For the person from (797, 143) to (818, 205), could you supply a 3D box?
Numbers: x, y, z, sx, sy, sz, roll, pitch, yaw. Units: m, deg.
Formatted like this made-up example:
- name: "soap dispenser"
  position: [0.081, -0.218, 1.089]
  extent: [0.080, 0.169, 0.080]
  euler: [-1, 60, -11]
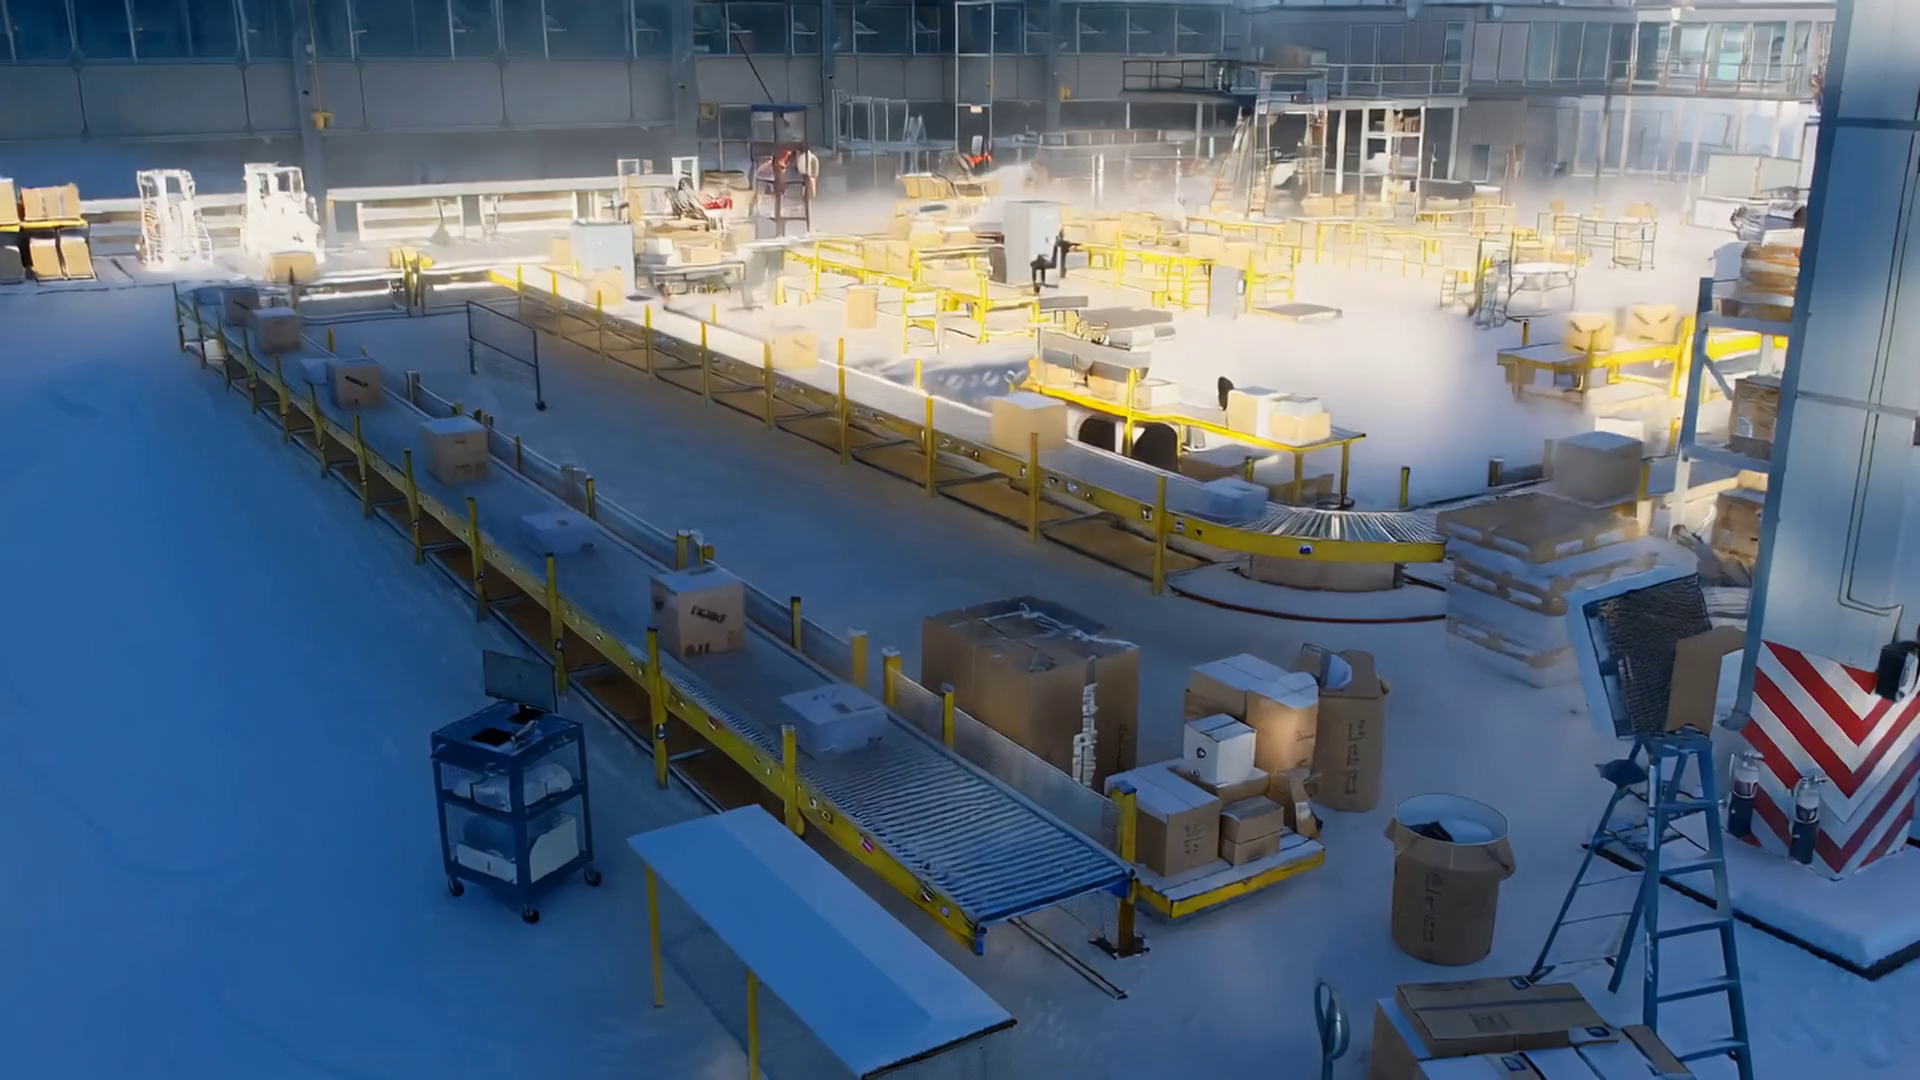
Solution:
- name: "person"
  position: [-4.739, -11.395, 51.792]
  extent: [0.642, 1.909, 0.399]
  euler: [-1, 17, -5]

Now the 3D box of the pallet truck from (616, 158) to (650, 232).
- name: "pallet truck"
  position: [-8.918, -9.176, 44.255]
  extent: [0.823, 1.965, 1.885]
  euler: [-9, 19, -27]

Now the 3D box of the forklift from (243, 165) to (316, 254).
- name: "forklift"
  position: [-15.898, -7.669, 38.708]
  extent: [1.157, 1.987, 2.680]
  euler: [-11, 20, -33]

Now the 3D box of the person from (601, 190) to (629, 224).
- name: "person"
  position: [-7.006, -6.124, 34.018]
  extent: [0.615, 2.042, 0.372]
  euler: [-13, 21, -37]

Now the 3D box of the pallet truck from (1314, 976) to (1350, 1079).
- name: "pallet truck"
  position: [2.299, 2.390, 7.086]
  extent: [1.601, 1.201, 0.680]
  euler: [-2, 17, -7]

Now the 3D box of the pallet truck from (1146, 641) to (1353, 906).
- name: "pallet truck"
  position: [1.664, 1.407, 10.232]
  extent: [1.630, 1.274, 0.653]
  euler: [-10, 20, -31]

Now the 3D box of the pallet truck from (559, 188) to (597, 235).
- name: "pallet truck"
  position: [-10.010, -8.652, 43.699]
  extent: [0.653, 1.274, 1.630]
  euler: [-10, 20, -31]

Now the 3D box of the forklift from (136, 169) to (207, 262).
- name: "forklift"
  position: [-17.842, -7.318, 37.559]
  extent: [1.157, 1.987, 2.680]
  euler: [-10, 20, -31]

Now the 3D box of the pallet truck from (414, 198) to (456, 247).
- name: "pallet truck"
  position: [-13.250, -8.060, 41.856]
  extent: [0.680, 1.201, 1.601]
  euler: [-10, 20, -31]

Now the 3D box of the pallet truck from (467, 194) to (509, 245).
- name: "pallet truck"
  position: [-11.983, -8.177, 42.137]
  extent: [0.704, 1.261, 1.522]
  euler: [-11, 20, -33]

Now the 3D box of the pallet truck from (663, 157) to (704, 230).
- name: "pallet truck"
  position: [-7.586, -9.308, 44.692]
  extent: [0.823, 1.965, 1.885]
  euler: [-11, 20, -33]
